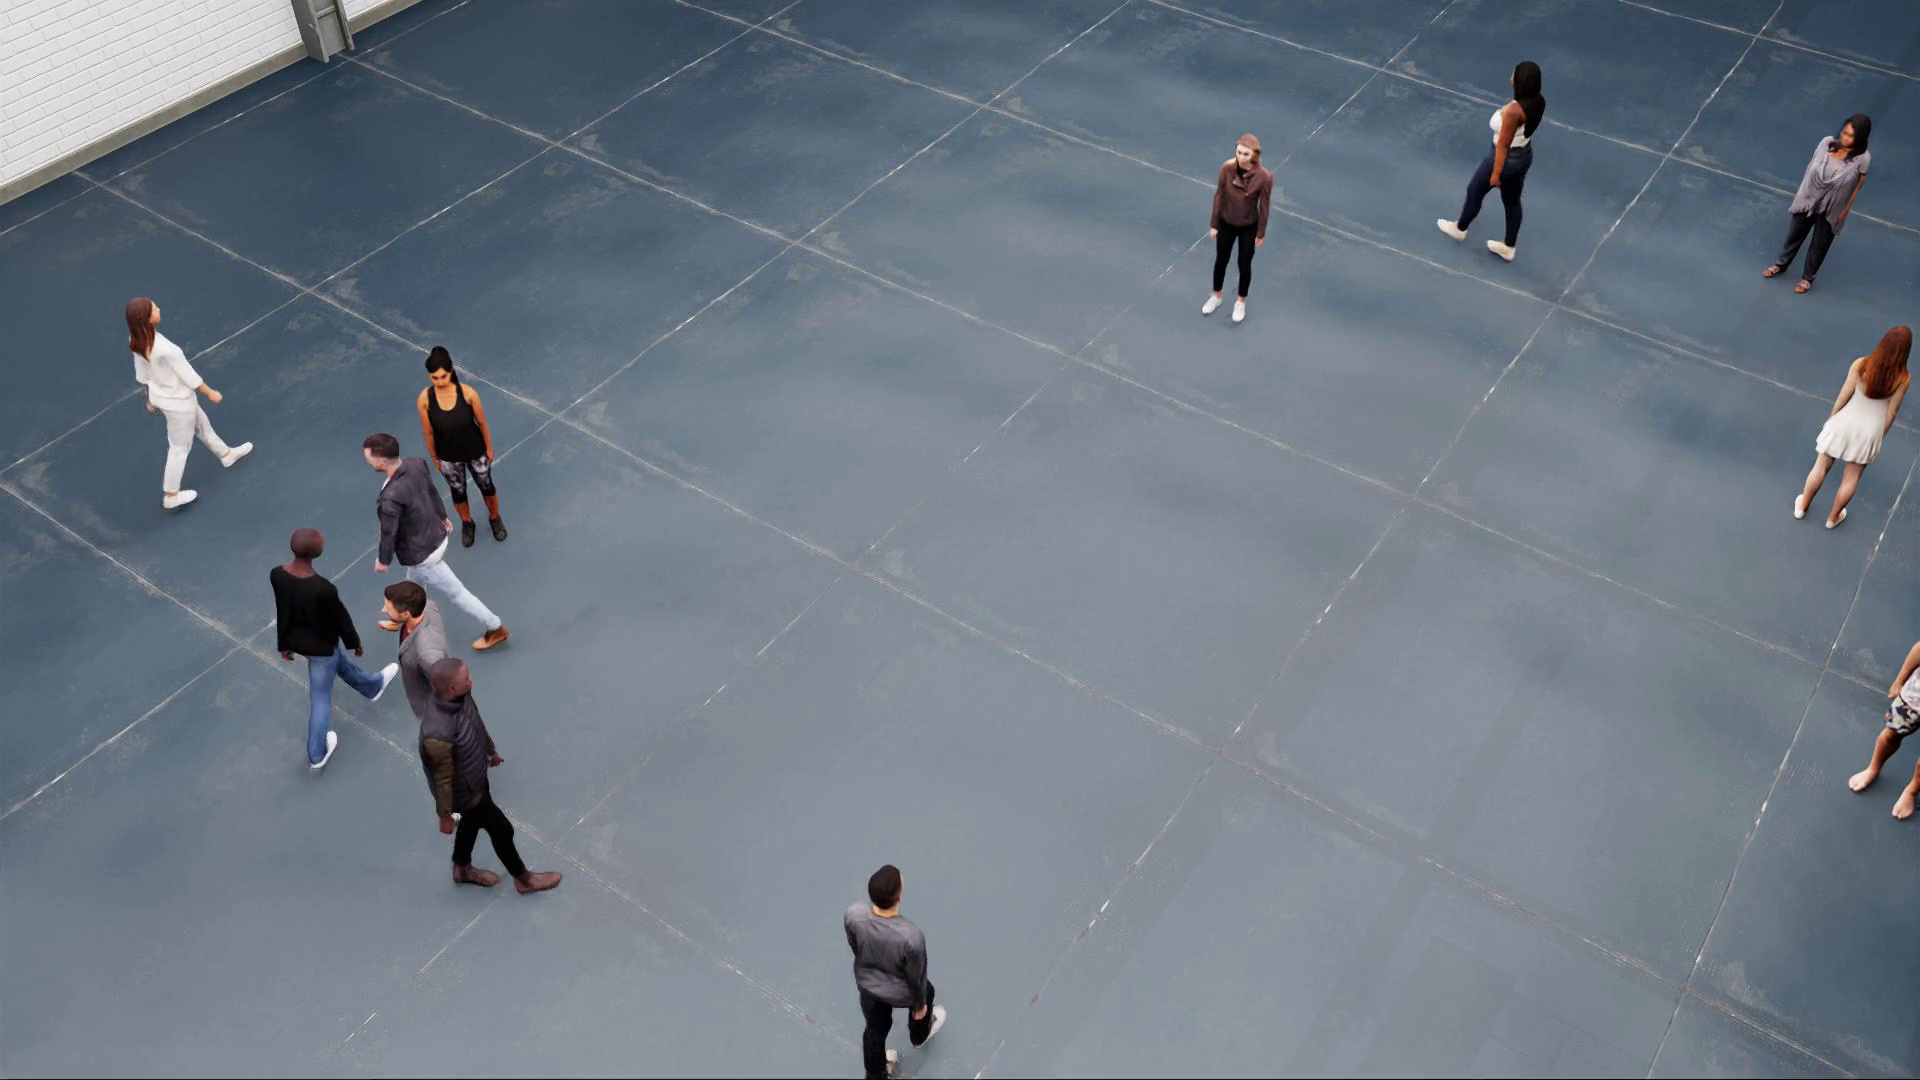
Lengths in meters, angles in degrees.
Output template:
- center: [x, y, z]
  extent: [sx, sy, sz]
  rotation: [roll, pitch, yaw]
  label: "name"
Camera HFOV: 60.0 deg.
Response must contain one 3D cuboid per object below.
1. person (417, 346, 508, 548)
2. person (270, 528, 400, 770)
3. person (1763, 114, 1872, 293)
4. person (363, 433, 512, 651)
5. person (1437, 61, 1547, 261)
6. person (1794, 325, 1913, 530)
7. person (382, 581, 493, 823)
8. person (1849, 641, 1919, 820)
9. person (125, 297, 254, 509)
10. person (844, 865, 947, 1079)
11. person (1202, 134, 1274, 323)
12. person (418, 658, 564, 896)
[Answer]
- center: [-3.493, -0.652, 11.639]
  extent: [0.634, 1.662, 0.717]
  rotation: [-11, 45, -12]
  label: "person"
- center: [-4.009, 0.704, 10.197]
  extent: [0.752, 1.687, 1.144]
  rotation: [13, 45, 13]
  label: "person"
- center: [7.282, -2.868, 14.000]
  extent: [0.723, 1.612, 0.695]
  rotation: [-31, 51, -28]
  label: "person"
- center: [-3.383, 0.060, 10.800]
  extent: [1.128, 1.788, 1.201]
  rotation: [1, 44, 1]
  label: "person"
- center: [4.755, -3.179, 14.203]
  extent: [0.997, 1.784, 0.913]
  rotation: [-28, 50, -26]
  label: "person"
- center: [6.345, -0.801, 11.759]
  extent: [0.549, 1.712, 0.523]
  rotation: [24, 49, 23]
  label: "person"
- center: [-3.075, 0.923, 9.832]
  extent: [0.802, 1.874, 0.782]
  rotation: [-14, 45, -15]
  label: "person"
- center: [5.844, 0.915, 9.886]
  extent: [0.708, 1.811, 0.627]
  rotation: [34, 53, 31]
  label: "person"
- center: [-5.711, -0.960, 11.968]
  extent: [0.609, 1.655, 1.040]
  rotation: [26, 49, 25]
  label: "person"
- center: [-0.387, 2.313, 8.468]
  extent: [0.726, 1.743, 0.898]
  rotation: [17, 46, 17]
  label: "person"
- center: [2.290, -2.571, 13.623]
  extent: [0.643, 1.703, 0.562]
  rotation: [17, 46, 17]
  label: "person"
- center: [-2.884, 1.373, 9.413]
  extent: [1.093, 1.800, 1.046]
  rotation: [1, 44, 1]
  label: "person"
